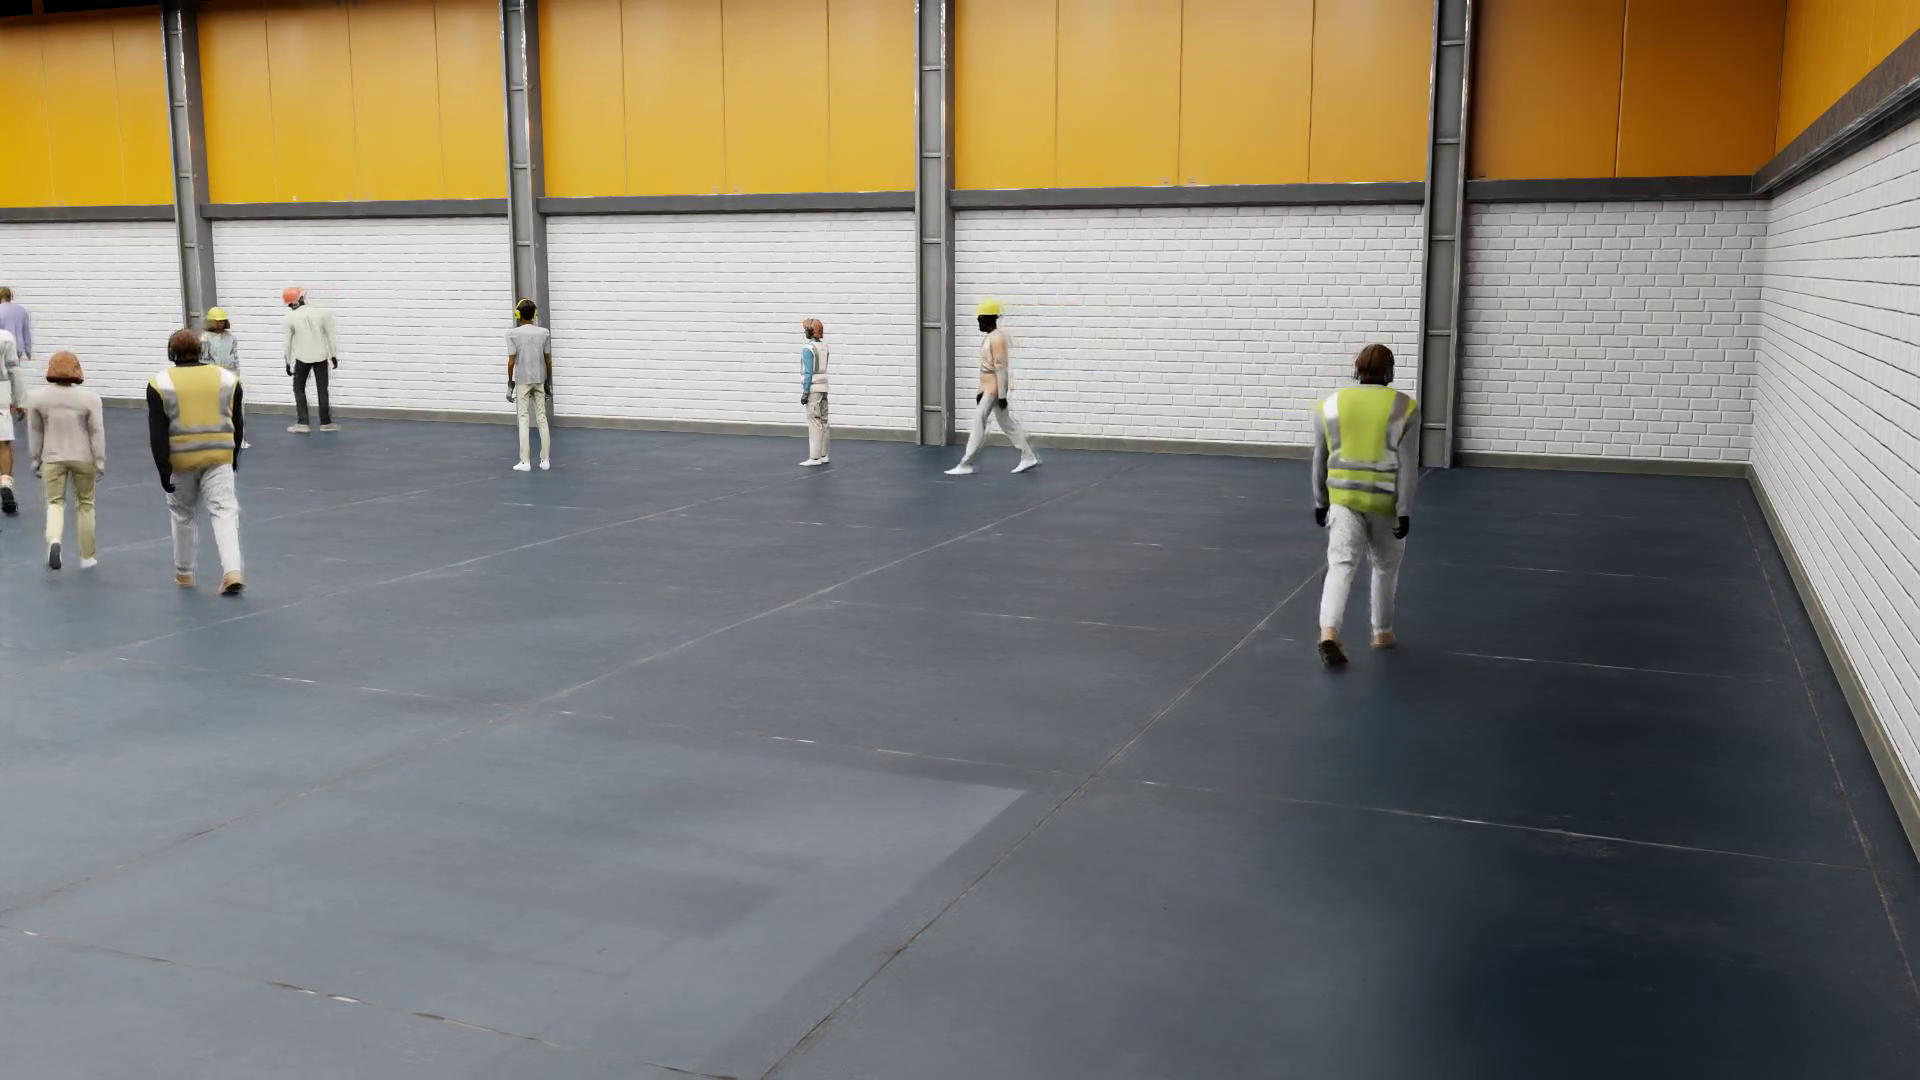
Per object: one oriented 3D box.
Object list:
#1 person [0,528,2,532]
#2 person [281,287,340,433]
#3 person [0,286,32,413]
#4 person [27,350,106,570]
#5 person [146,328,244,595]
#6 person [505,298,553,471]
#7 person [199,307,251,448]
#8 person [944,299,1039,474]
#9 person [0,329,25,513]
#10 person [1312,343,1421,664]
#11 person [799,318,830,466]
[{"bbox_3d":[-8.319,-0.912,13.539,0.584,1.823,0.683,8,13,42],"label":"person"},{"bbox_3d":[-8.664,-2.402,22.223,0.714,1.944,0.379,-6,11,-32],"label":"person"},{"bbox_3d":[-14.380,-2.853,25.038,0.793,1.911,0.654,3,10,16],"label":"person"},{"bbox_3d":[-6.443,-0.563,12.014,0.510,1.618,0.572,-3,10,-18],"label":"person"},{"bbox_3d":[-5.154,-0.530,11.295,0.622,1.806,0.926,-7,11,-35],"label":"person"},{"bbox_3d":[-4.680,-1.685,18.054,0.515,1.876,0.328,-6,11,-34],"label":"person"},{"bbox_3d":[-8.860,-1.942,20.046,0.675,1.716,0.521,7,12,38],"label":"person"},{"bbox_3d":[0.372,-1.624,17.717,1.011,1.886,0.599,-1,9,-3],"label":"person"},{"bbox_3d":[-8.748,-1.233,14.921,0.618,2.015,0.907,-6,11,-31],"label":"person"},{"bbox_3d":[2.263,-0.210,9.399,0.629,1.798,0.960,5,11,27],"label":"person"},{"bbox_3d":[-1.609,-1.638,18.482,0.307,1.641,0.511,3,10,19],"label":"person"}]
